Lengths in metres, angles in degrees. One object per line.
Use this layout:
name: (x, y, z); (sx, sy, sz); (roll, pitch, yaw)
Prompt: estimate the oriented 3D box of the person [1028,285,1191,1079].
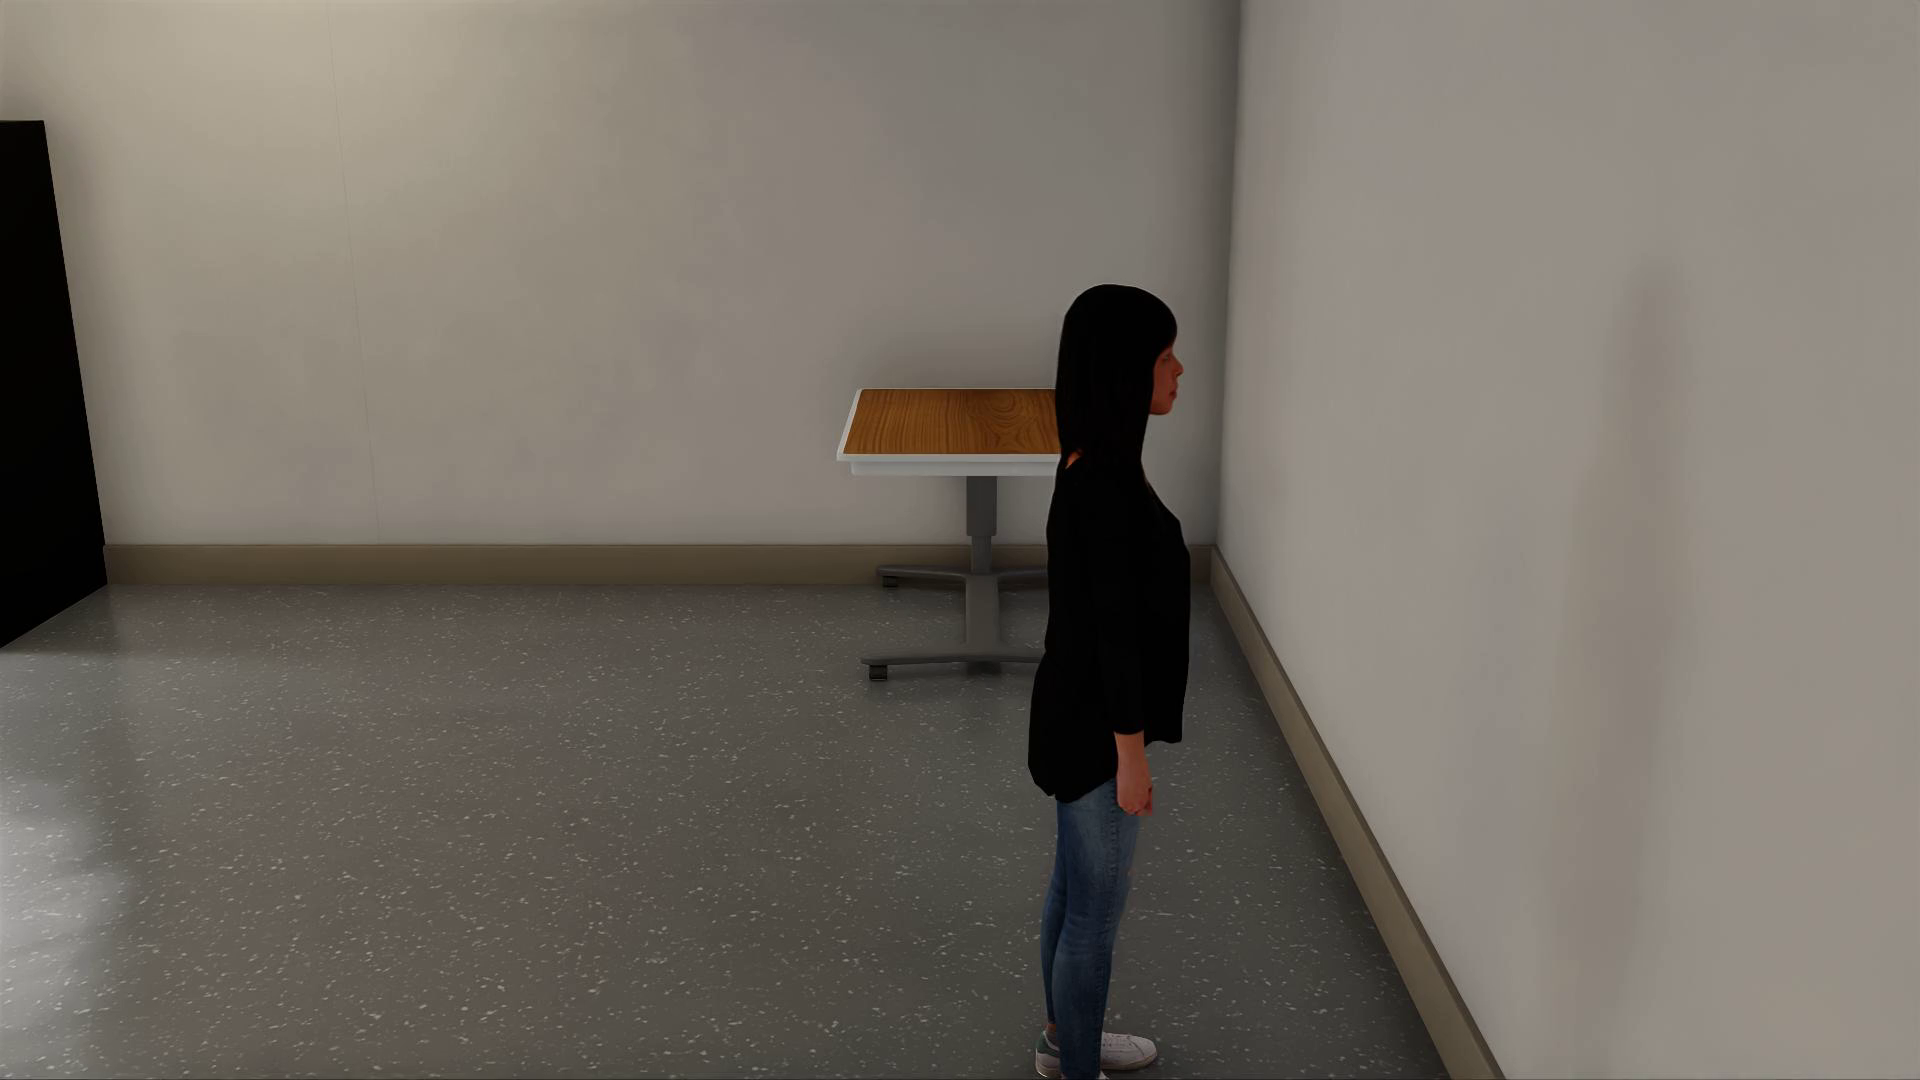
person: (0.263, 0.337, 3.162); (0.520, 1.647, 0.564); (-1, 16, -3)
